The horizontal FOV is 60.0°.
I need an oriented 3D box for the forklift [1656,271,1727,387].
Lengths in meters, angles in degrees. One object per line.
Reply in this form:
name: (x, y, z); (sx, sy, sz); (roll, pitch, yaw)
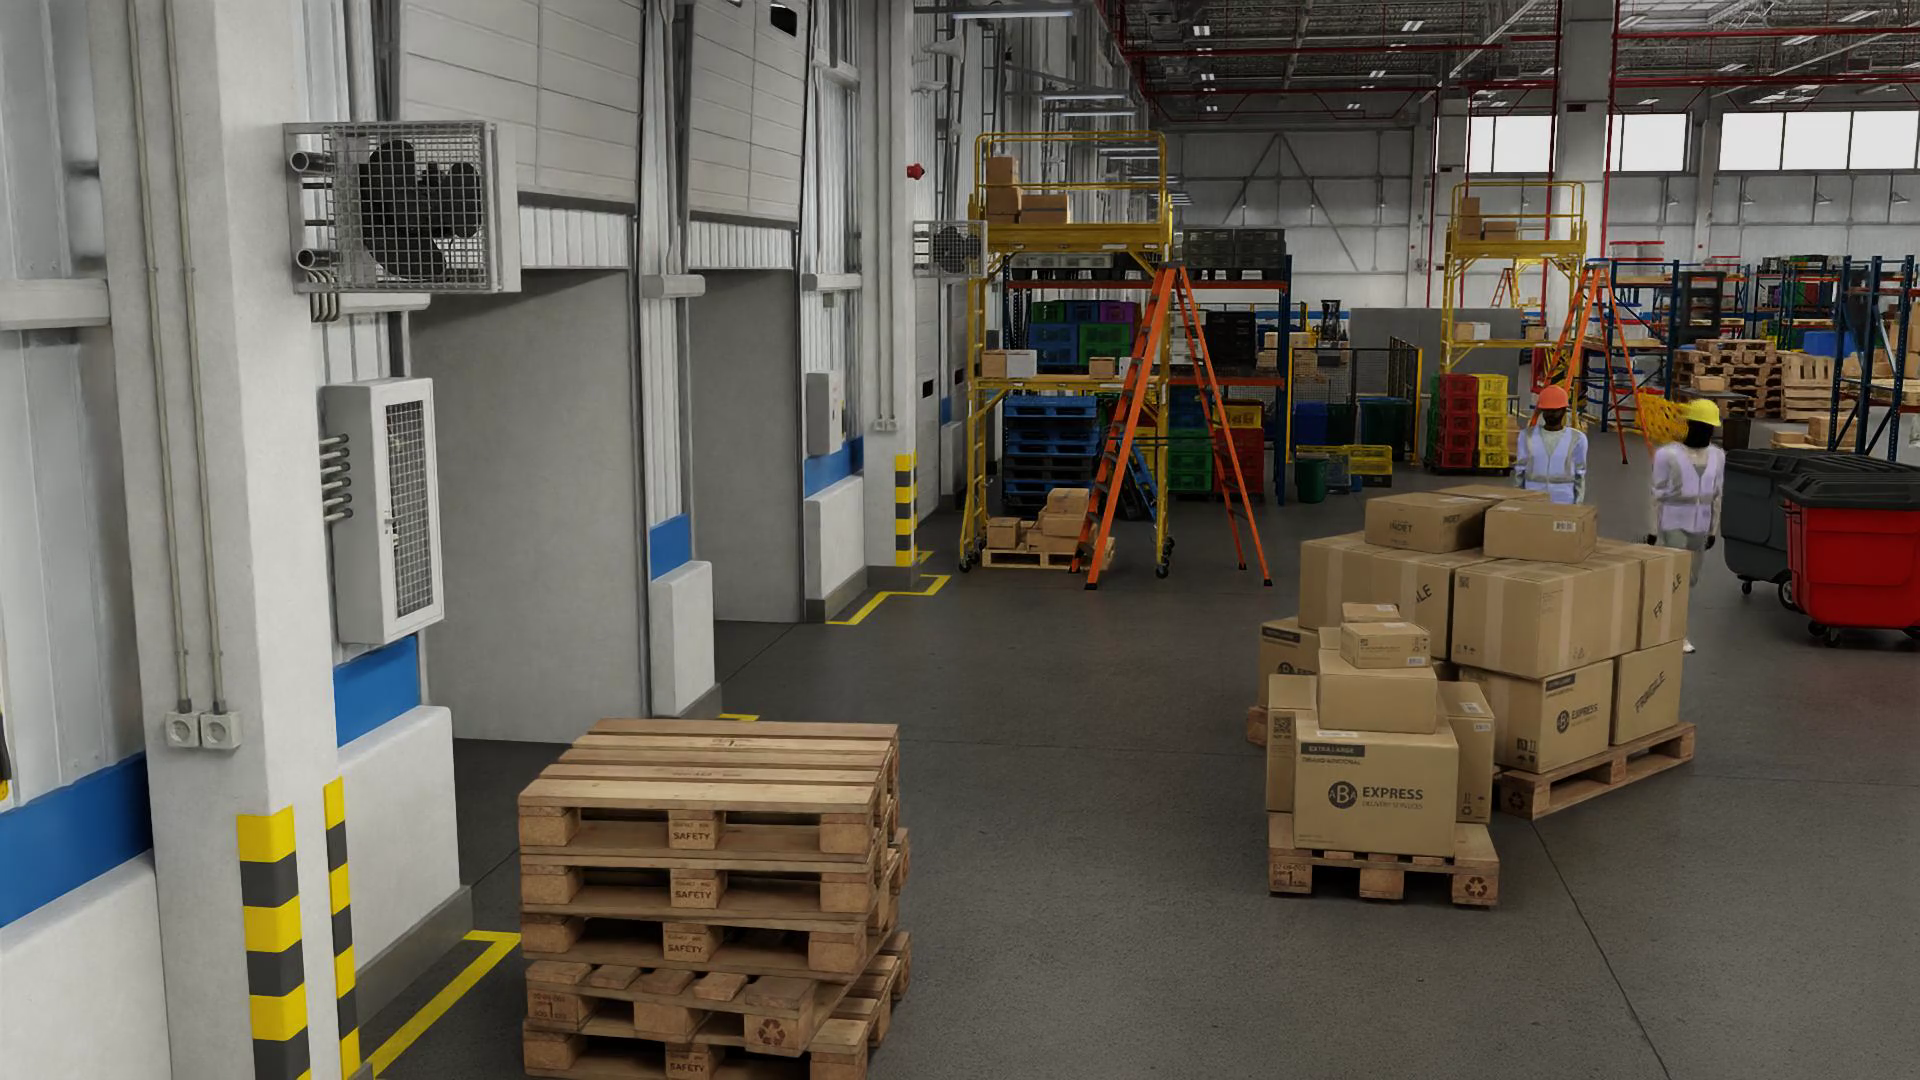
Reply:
forklift: (17.535, -4.966, 39.392); (1.129, 2.768, 1.873); (0, 9, 0)

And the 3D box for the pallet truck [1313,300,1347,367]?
pallet truck: (11.159, -6.200, 49.718); (0.823, 1.965, 1.885); (4, 10, 26)

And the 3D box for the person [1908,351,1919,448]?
person: (15.513, -2.342, 26.742); (0.323, 1.736, 0.488); (4, 10, 25)

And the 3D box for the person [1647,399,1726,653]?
person: (5.479, -0.139, 12.660); (0.602, 1.899, 0.749); (-2, 9, -10)

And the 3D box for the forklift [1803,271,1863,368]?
forklift: (25.475, -6.337, 47.851); (1.873, 2.768, 1.129); (0, 9, 2)

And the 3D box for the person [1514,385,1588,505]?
person: (4.740, -0.282, 13.400); (0.544, 1.939, 0.372); (4, 10, 24)
